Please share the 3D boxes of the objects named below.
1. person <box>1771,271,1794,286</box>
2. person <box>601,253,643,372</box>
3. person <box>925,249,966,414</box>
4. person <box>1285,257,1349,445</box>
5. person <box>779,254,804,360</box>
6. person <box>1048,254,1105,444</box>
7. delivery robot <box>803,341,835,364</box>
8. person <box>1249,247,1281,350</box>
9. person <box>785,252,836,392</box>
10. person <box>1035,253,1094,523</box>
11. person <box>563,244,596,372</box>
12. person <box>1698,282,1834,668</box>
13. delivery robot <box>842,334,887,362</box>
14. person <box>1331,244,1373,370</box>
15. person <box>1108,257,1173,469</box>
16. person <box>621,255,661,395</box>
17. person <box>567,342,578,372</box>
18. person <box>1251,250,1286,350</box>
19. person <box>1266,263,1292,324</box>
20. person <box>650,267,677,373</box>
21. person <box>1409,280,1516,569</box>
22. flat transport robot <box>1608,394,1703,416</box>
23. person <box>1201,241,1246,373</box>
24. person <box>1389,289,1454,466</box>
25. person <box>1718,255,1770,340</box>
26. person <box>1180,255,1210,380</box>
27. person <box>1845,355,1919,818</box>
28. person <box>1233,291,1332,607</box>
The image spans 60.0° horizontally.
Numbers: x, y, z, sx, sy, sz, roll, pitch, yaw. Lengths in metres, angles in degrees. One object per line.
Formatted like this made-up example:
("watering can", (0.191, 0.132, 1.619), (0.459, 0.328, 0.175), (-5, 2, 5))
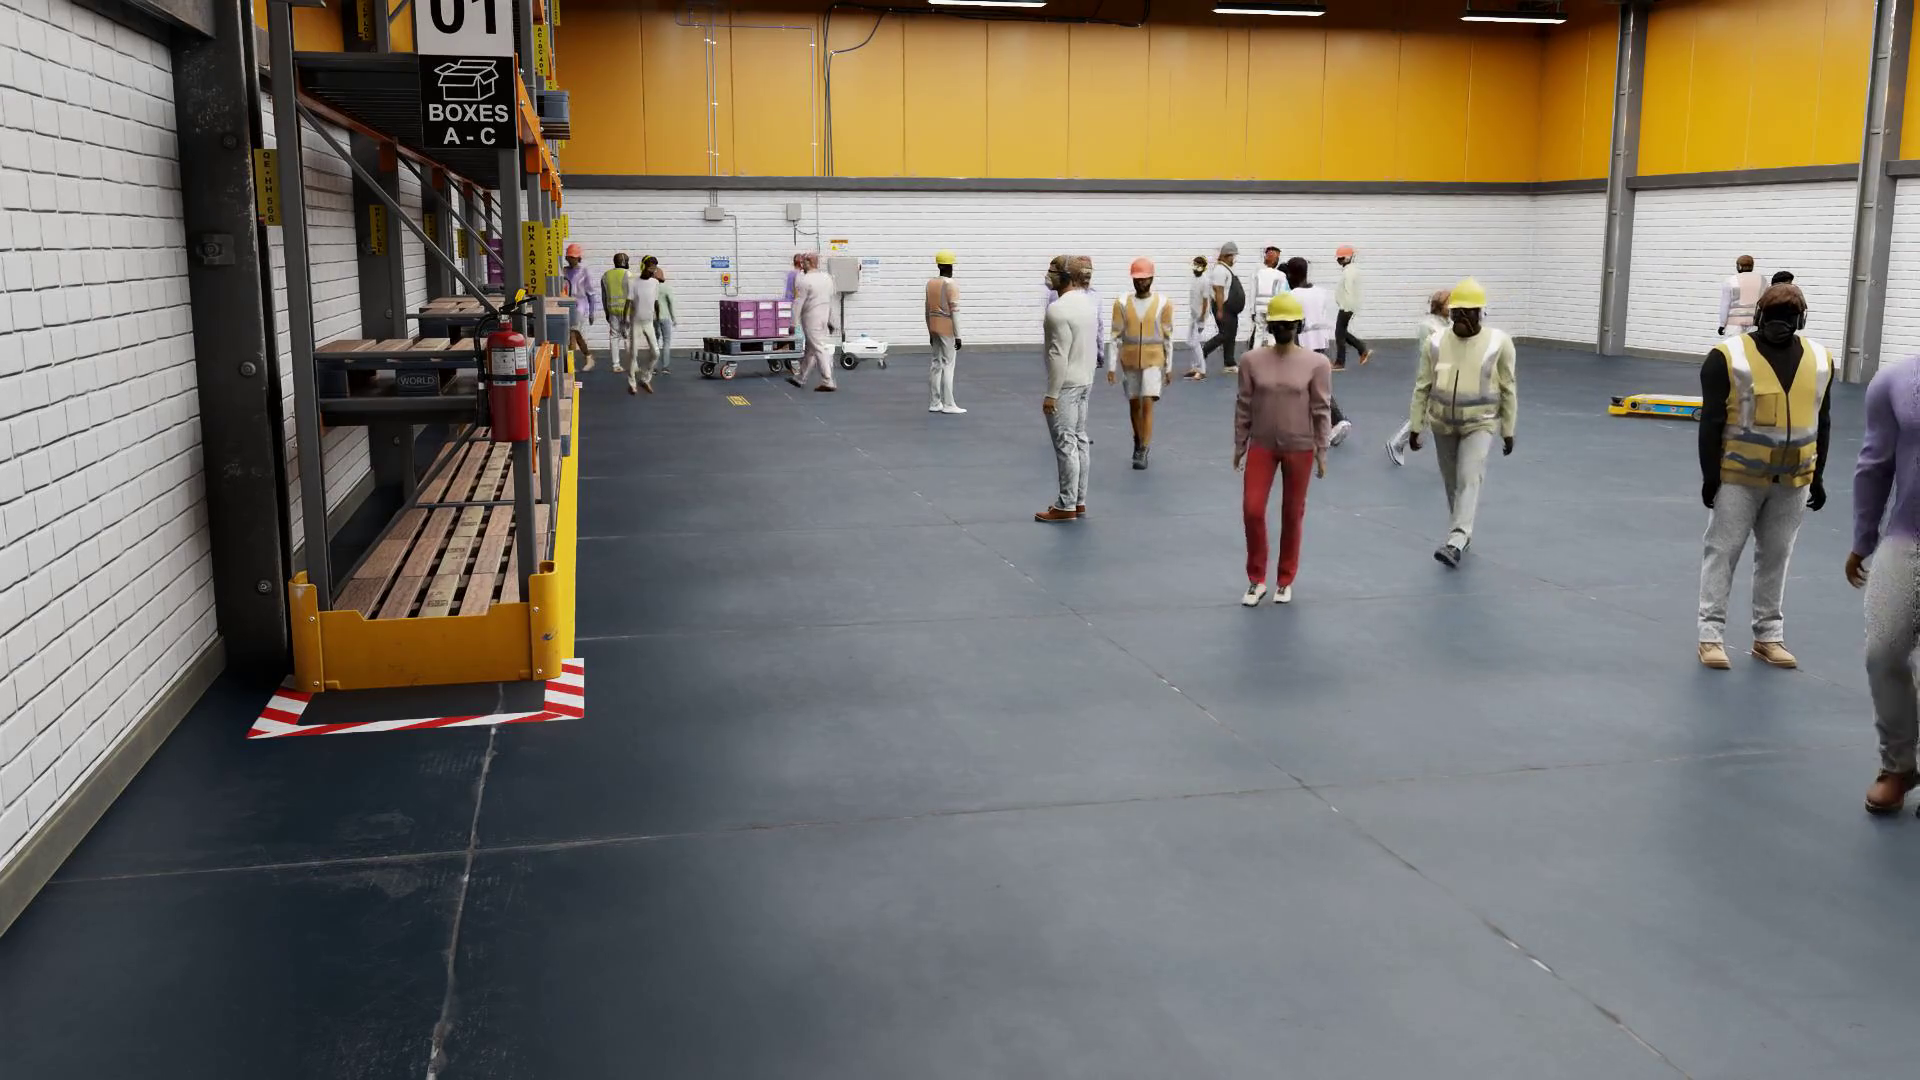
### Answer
("person", (9.145, -2.169, 18.688), (0.320, 1.692, 0.531), (8, 13, 38))
("person", (-5.213, -3.501, 25.667), (0.624, 1.841, 0.430), (4, 11, 22))
("person", (-0.175, -2.453, 19.602), (0.357, 1.929, 0.594), (-8, 13, -36))
("person", (3.498, -1.894, 16.660), (0.618, 1.879, 0.924), (-8, 13, -39))
("person", (-2.679, -3.940, 28.207), (0.970, 1.789, 0.594), (-4, 11, -20))
("person", (1.194, -1.897, 16.616), (0.680, 1.891, 0.423), (-8, 13, -36))
("delivery robot", (-2.313, -2.944, 25.878), (0.707, 0.478, 0.477), (-5, 11, -27))
("person", (5.137, -3.833, 27.279), (0.958, 1.915, 0.633), (-2, 10, -9))
("person", (-2.078, -2.944, 22.501), (0.967, 1.856, 0.681), (6, 12, 30))
("person", (0.762, -1.092, 12.037), (0.372, 1.940, 0.629), (4, 11, 22))
("person", (-5.850, -3.514, 25.336), (0.618, 1.994, 1.079), (4, 11, 22))
("person", (3.831, -0.298, 7.923), (0.624, 1.841, 0.430), (0, 10, 0))
("delivery robot", (-1.506, -3.023, 26.311), (0.707, 0.478, 0.477), (0, 10, 1))
("person", (6.084, -3.616, 25.937), (0.618, 1.969, 0.630), (3, 11, 14))
("person", (1.652, -1.628, 15.154), (0.563, 1.895, 0.992), (2, 11, 13))
("person", (-4.216, -2.810, 21.857), (0.669, 1.832, 0.498), (-7, 12, -35))
("person", (-6.089, -3.393, 25.664), (0.396, 1.612, 0.518), (-5, 11, -24))
("person", (4.809, -3.568, 25.938), (0.593, 1.877, 0.377), (7, 12, 33))
("person", (5.089, -3.539, 26.316), (0.547, 1.665, 0.734), (-1, 10, -4))
("person", (-4.609, -3.353, 25.419), (0.526, 1.626, 0.331), (1, 10, 8))
("person", (3.146, -0.735, 10.490), (0.620, 1.777, 0.943), (7, 13, 36))
("flat transport robot", (8.290, -1.533, 19.105), (1.431, 0.197, 0.652), (10, 14, 43))
("person", (4.019, -3.567, 25.471), (0.702, 2.000, 0.687), (4, 11, 21))
("person", (4.182, -1.409, 14.702), (0.526, 1.610, 0.750), (-7, 13, -35))
("person", (10.518, -2.911, 22.395), (0.626, 1.842, 0.429), (0, 10, 0))
("person", (3.447, -3.224, 24.184), (0.354, 1.818, 0.633), (-3, 11, -14))
("person", (3.415, 0.050, 5.758), (0.665, 1.918, 0.539), (9, 13, 40))
("person", (1.769, -0.490, 9.203), (0.546, 1.747, 0.594), (3, 11, 18))
